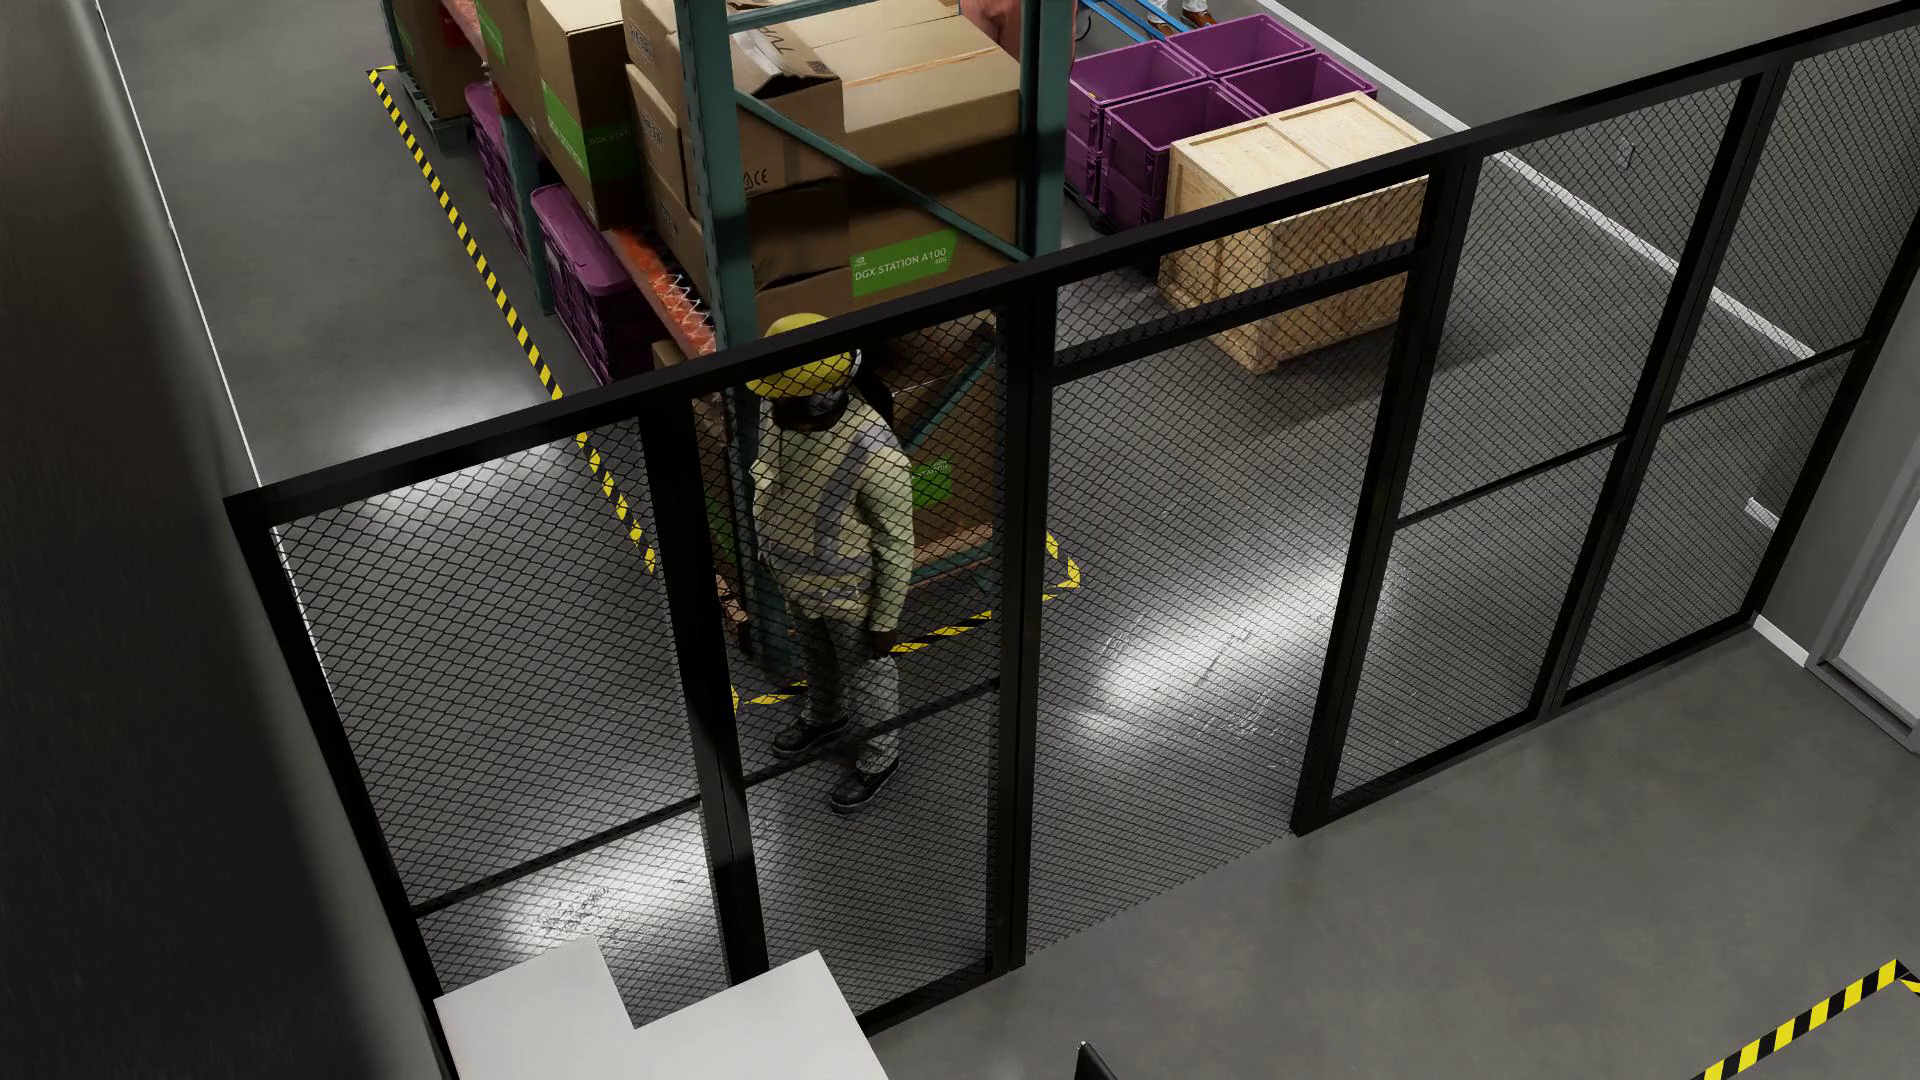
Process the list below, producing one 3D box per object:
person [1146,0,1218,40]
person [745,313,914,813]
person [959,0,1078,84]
[{"bbox_3d":[1.281,-3.629,8.915,0.627,1.941,0.371,-21,47,-22],"label":"person"},{"bbox_3d":[-0.392,0.087,4.930,0.404,1.827,0.600,-30,50,-29],"label":"person"},{"bbox_3d":[0.213,-1.817,6.892,0.625,1.992,0.386,-32,51,-30],"label":"person"}]
